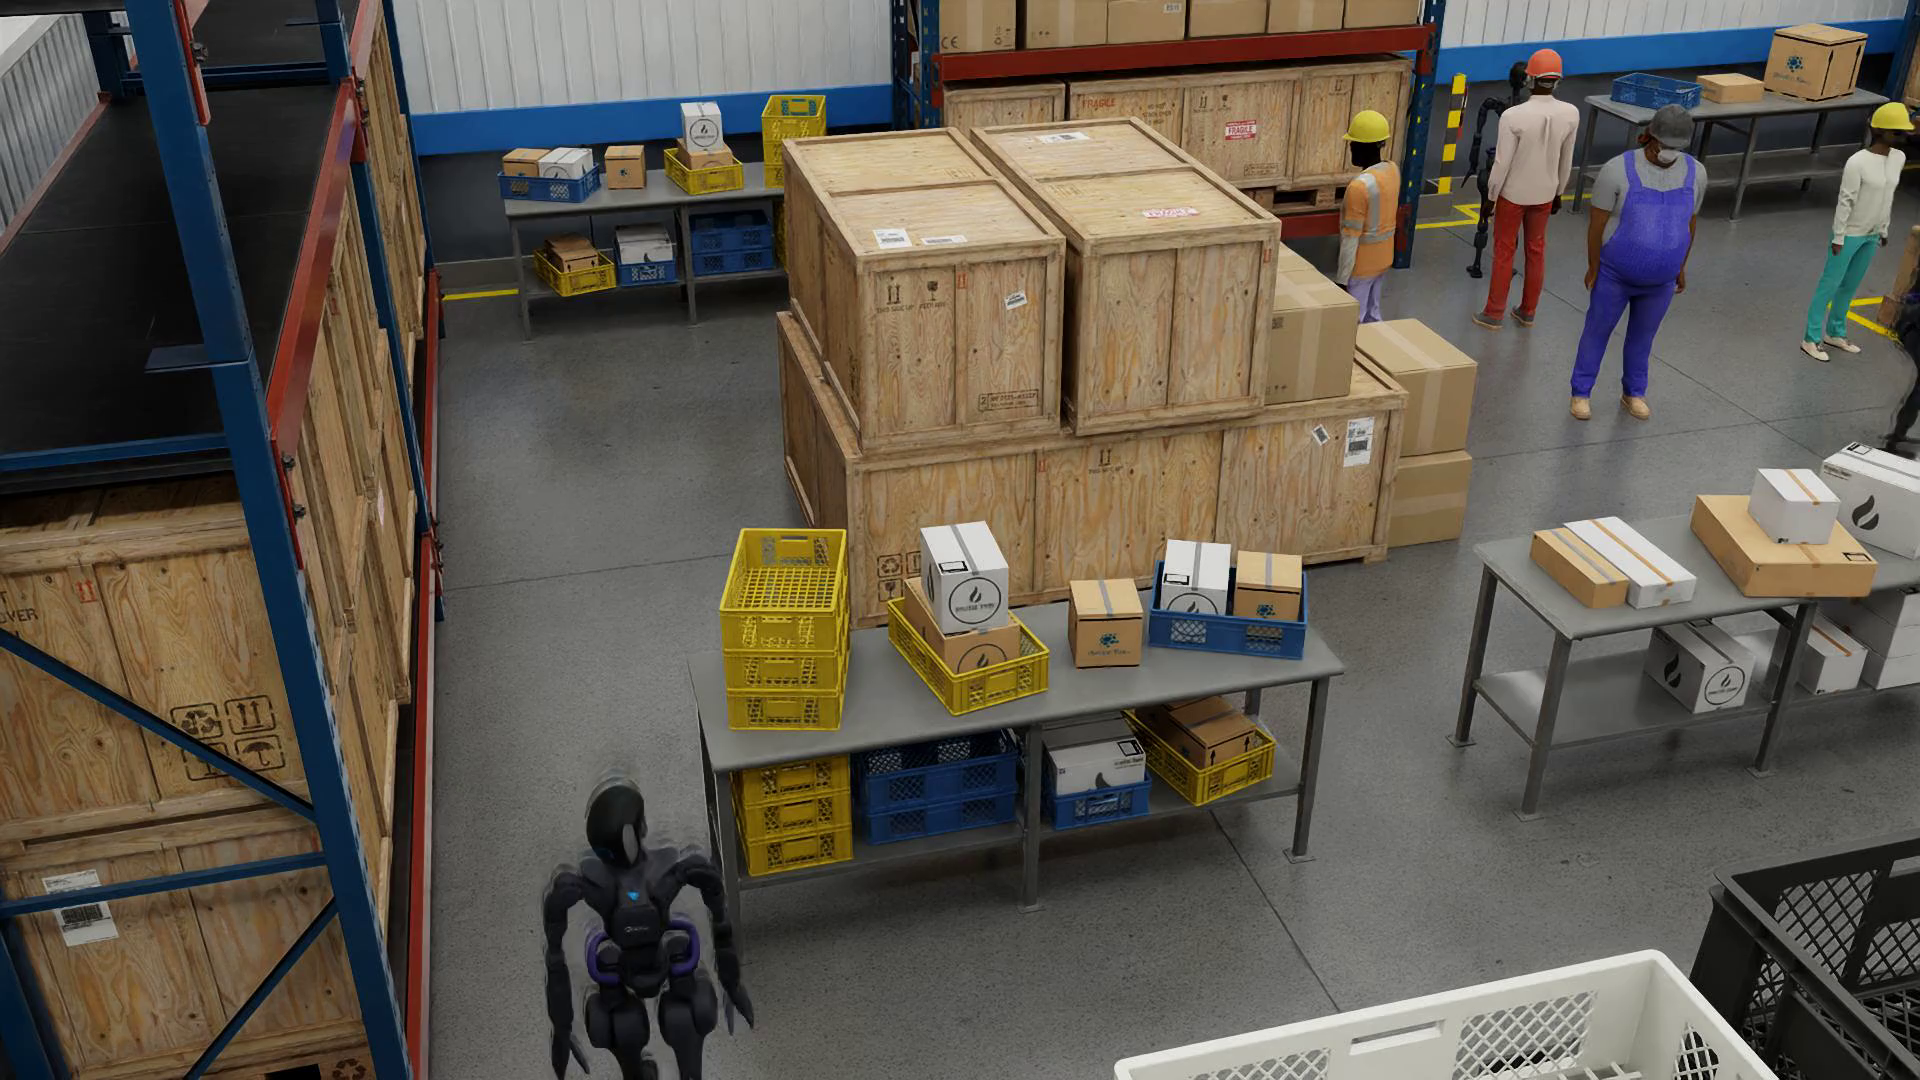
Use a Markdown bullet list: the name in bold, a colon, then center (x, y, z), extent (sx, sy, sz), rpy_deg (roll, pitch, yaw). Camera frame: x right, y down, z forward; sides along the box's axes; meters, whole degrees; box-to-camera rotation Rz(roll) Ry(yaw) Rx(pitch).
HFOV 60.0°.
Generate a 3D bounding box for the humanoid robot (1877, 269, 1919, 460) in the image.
- **humanoid robot**: center (5.865, -1.253, 9.932), extent (0.499, 1.645, 0.642), rpy_deg (-1, 29, -2)

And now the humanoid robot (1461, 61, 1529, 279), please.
- **humanoid robot**: center (4.193, -2.848, 12.811), extent (0.599, 1.657, 0.325), rpy_deg (7, 30, 12)

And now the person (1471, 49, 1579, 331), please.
- **person**: center (4.007, -2.465, 11.804), extent (0.622, 1.992, 0.389), rpy_deg (-7, 30, -12)

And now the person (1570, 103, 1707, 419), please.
- **person**: center (4.265, -1.722, 10.407), extent (0.679, 2.000, 0.538), rpy_deg (0, 29, 0)

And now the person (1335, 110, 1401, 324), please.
- **person**: center (2.552, -1.782, 10.648), extent (0.405, 1.918, 0.582), rpy_deg (19, 34, 31)

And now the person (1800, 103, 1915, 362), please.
- **person**: center (6.160, -2.097, 11.373), extent (0.528, 1.767, 0.319), rpy_deg (-13, 32, -23)

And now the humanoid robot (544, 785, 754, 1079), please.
- **humanoid robot**: center (-0.972, 1.385, 5.189), extent (0.636, 1.630, 0.720), rpy_deg (-5, 29, -10)
